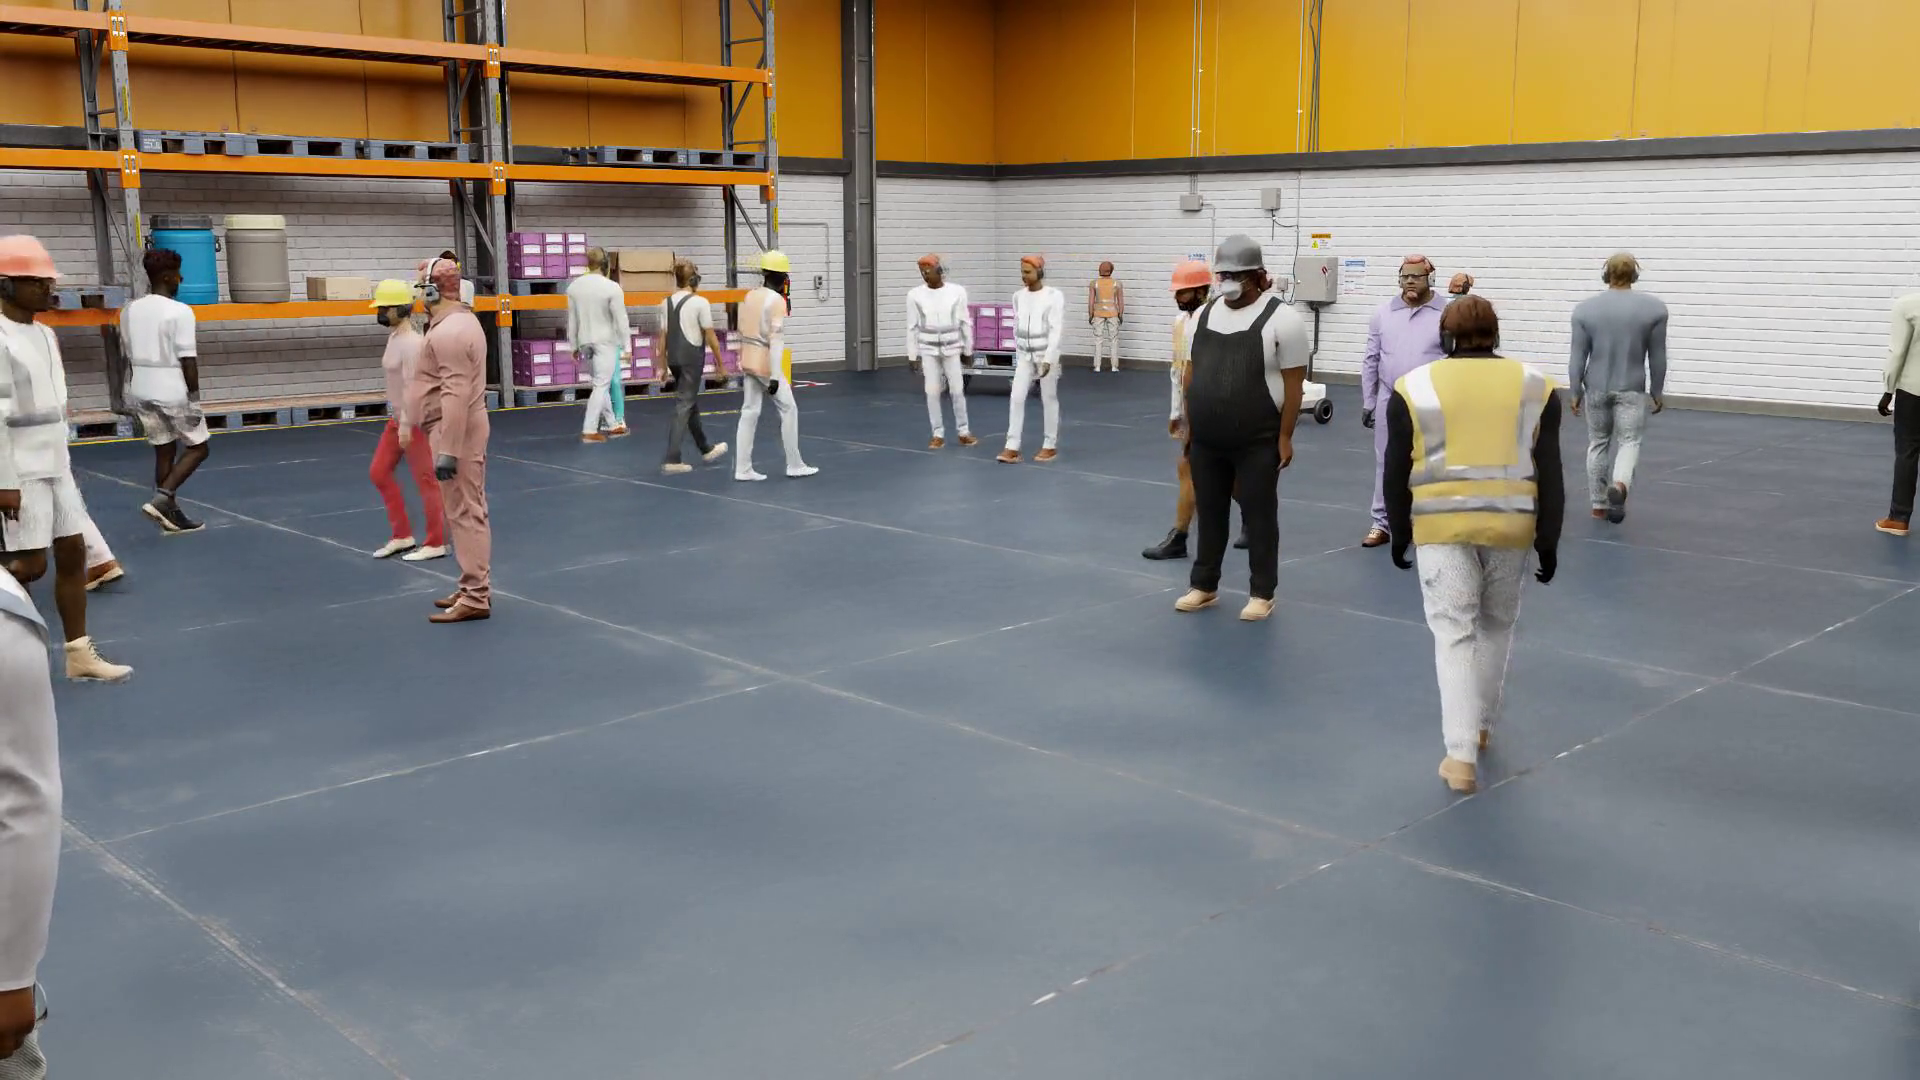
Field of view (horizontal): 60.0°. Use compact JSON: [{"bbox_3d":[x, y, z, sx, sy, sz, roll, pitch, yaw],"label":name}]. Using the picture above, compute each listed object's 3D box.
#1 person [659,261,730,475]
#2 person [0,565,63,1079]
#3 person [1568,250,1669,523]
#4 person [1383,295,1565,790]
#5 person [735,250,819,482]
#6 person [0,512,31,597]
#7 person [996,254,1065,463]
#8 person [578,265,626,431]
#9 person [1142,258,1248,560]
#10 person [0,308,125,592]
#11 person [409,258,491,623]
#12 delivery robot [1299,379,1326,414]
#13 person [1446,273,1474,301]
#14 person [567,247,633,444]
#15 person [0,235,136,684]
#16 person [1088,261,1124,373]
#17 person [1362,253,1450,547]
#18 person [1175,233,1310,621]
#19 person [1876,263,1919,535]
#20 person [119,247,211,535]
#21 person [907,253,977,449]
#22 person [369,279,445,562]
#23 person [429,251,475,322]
[{"bbox_3d":[-2.269,-1.489,14.331,0.538,1.796,0.963,8,13,36],"label":"person"},{"bbox_3d":[-1.709,0.621,2.725,0.600,1.832,0.404,7,12,33],"label":"person"},{"bbox_3d":[4.550,-1.042,11.557,0.639,1.924,0.740,5,11,24],"label":"person"},{"bbox_3d":[1.925,-0.018,6.318,0.644,1.795,0.867,1,10,6],"label":"person"},{"bbox_3d":[-1.528,-1.424,13.722,0.830,1.893,0.611,-9,14,-41],"label":"person"},{"bbox_3d":[-4.828,-0.412,8.127,0.591,1.919,0.390,-4,11,-19],"label":"person"},{"bbox_3d":[0.624,-1.584,14.708,0.573,1.849,0.848,7,13,34],"label":"person"},{"bbox_3d":[-3.696,-1.973,17.122,0.541,1.738,0.555,-1,10,-5],"label":"person"},{"bbox_3d":[1.617,-0.830,10.510,0.961,1.895,0.545,-4,11,-20],"label":"person"},{"bbox_3d":[-5.247,-0.613,9.222,1.050,1.926,0.617,-1,10,-5],"label":"person"},{"bbox_3d":[-2.681,-0.520,8.756,0.399,1.905,0.642,-2,11,-10],"label":"person"},{"bbox_3d":[3.595,-1.561,17.856,0.707,0.478,0.477,-8,13,-38],"label":"delivery robot"},{"bbox_3d":[5.106,-1.917,17.095,0.309,1.639,0.514,-6,12,-28],"label":"person"},{"bbox_3d":[-3.492,-1.898,16.276,0.652,1.904,0.842,6,12,28],"label":"person"},{"bbox_3d":[-4.179,-0.329,7.382,0.764,2.028,0.620,0,10,1],"label":"person"},{"bbox_3d":[2.153,-3.287,24.570,0.523,1.636,0.310,1,10,4],"label":"person"},{"bbox_3d":[2.898,-0.877,10.692,0.650,1.906,0.401,5,12,26],"label":"person"},{"bbox_3d":[1.441,-0.592,8.773,0.688,2.000,0.536,8,13,37],"label":"person"},{"bbox_3d":[6.532,-1.019,11.225,0.626,1.992,0.387,1,10,4],"label":"person"},{"bbox_3d":[-5.328,-0.970,11.120,0.607,1.943,0.471,4,11,20],"label":"person"},{"bbox_3d":[-0.198,-1.770,15.701,0.618,1.854,0.438,0,10,-1],"label":"person"},{"bbox_3d":[-3.474,-0.721,10.247,0.554,1.745,0.555,-7,12,-33],"label":"person"},{"bbox_3d":[-5.479,-2.185,17.969,0.509,1.860,0.318,-2,11,-13],"label":"person"}]
